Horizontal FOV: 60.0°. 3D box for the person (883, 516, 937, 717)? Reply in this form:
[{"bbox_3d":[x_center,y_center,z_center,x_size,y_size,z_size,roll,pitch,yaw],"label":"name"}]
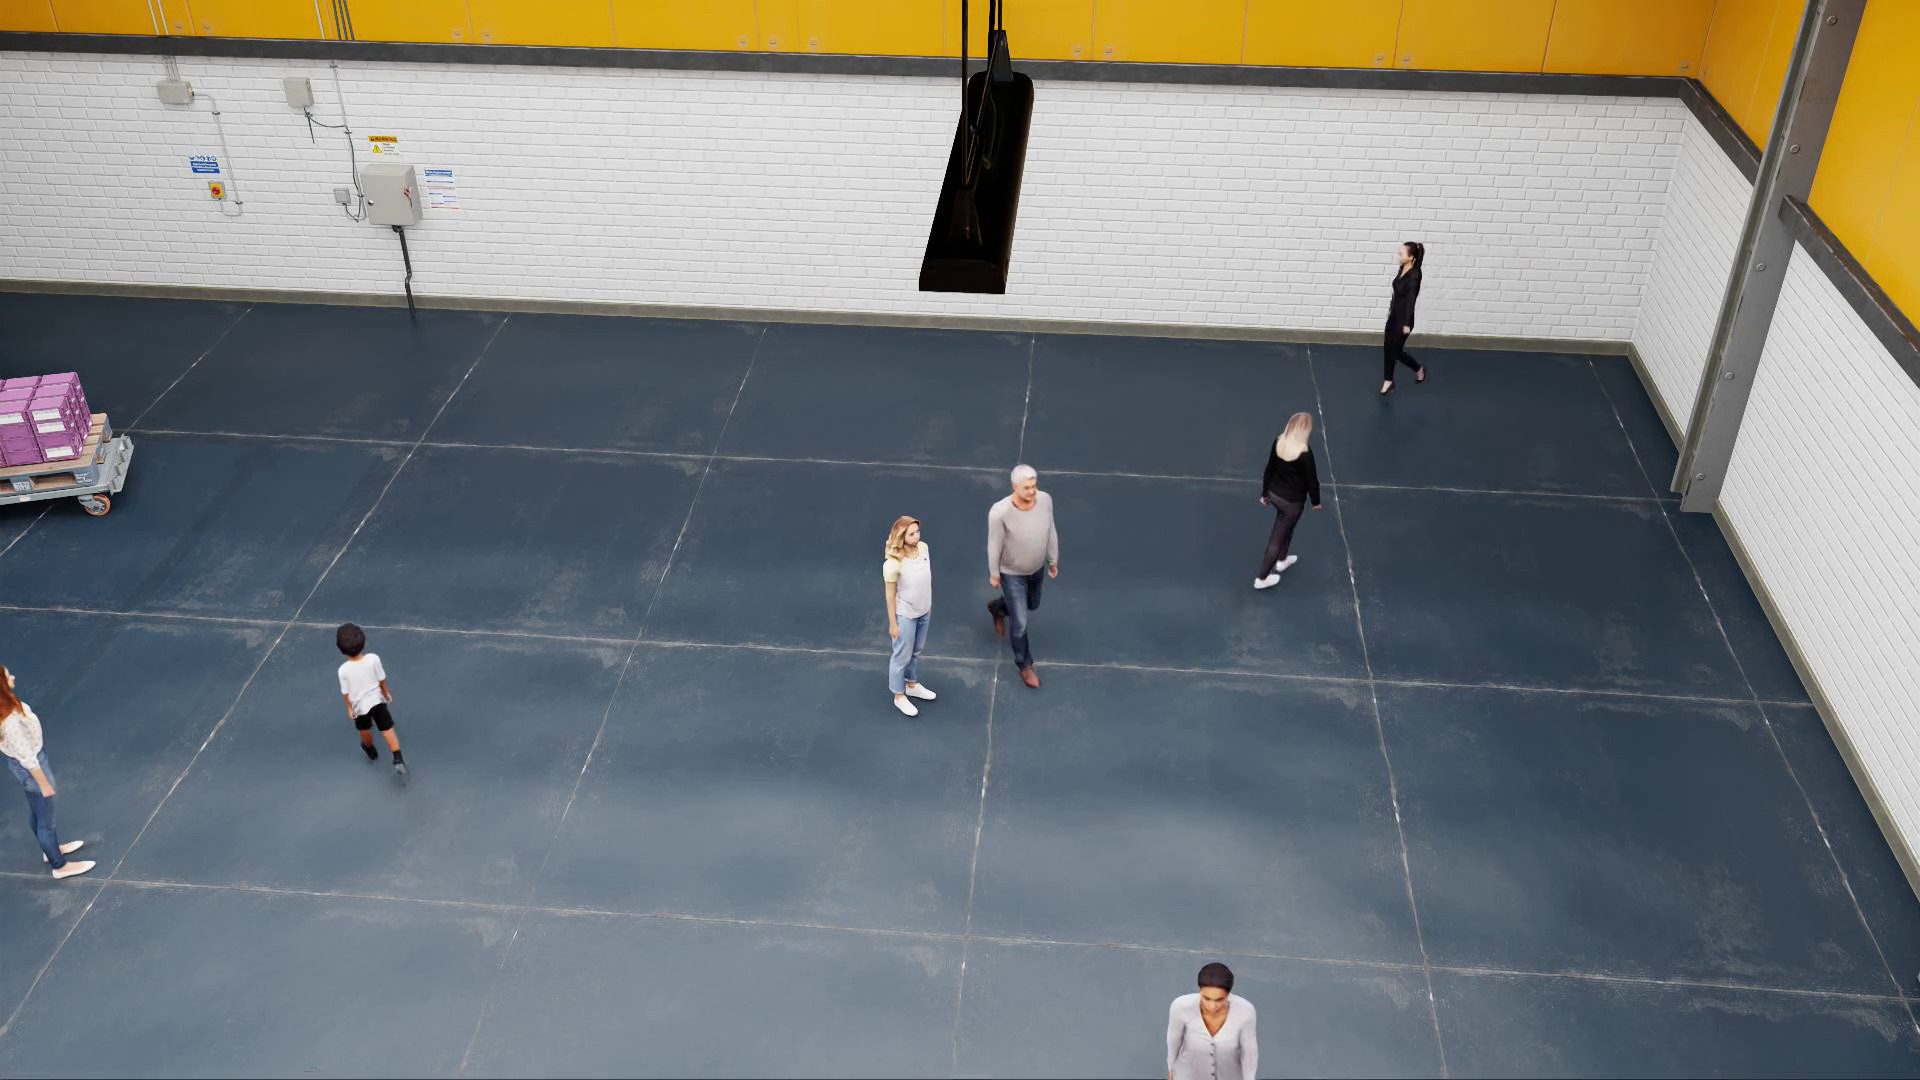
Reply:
[{"bbox_3d":[-0.390,0.550,12.628,0.773,1.723,0.657,21,39,29],"label":"person"}]

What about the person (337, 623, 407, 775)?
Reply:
[{"bbox_3d":[-4.300,1.179,12.114,0.810,1.243,0.877,-24,41,-32],"label":"person"}]

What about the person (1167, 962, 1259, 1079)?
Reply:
[{"bbox_3d":[1.373,2.867,9.160,0.662,1.703,1.121,1,34,2],"label":"person"}]

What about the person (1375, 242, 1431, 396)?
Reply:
[{"bbox_3d":[4.534,-2.218,16.814,0.710,1.699,0.743,-3,34,-4],"label":"person"}]

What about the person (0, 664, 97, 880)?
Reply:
[{"bbox_3d":[-6.247,1.528,11.151,0.703,1.728,0.641,-24,41,-32],"label":"person"}]

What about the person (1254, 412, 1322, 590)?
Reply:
[{"bbox_3d":[2.662,-0.286,13.937,0.897,1.666,0.864,-20,39,-27],"label":"person"}]

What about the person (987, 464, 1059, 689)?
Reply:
[{"bbox_3d":[0.440,0.180,13.036,1.144,1.888,1.274,-19,38,-26],"label":"person"}]
